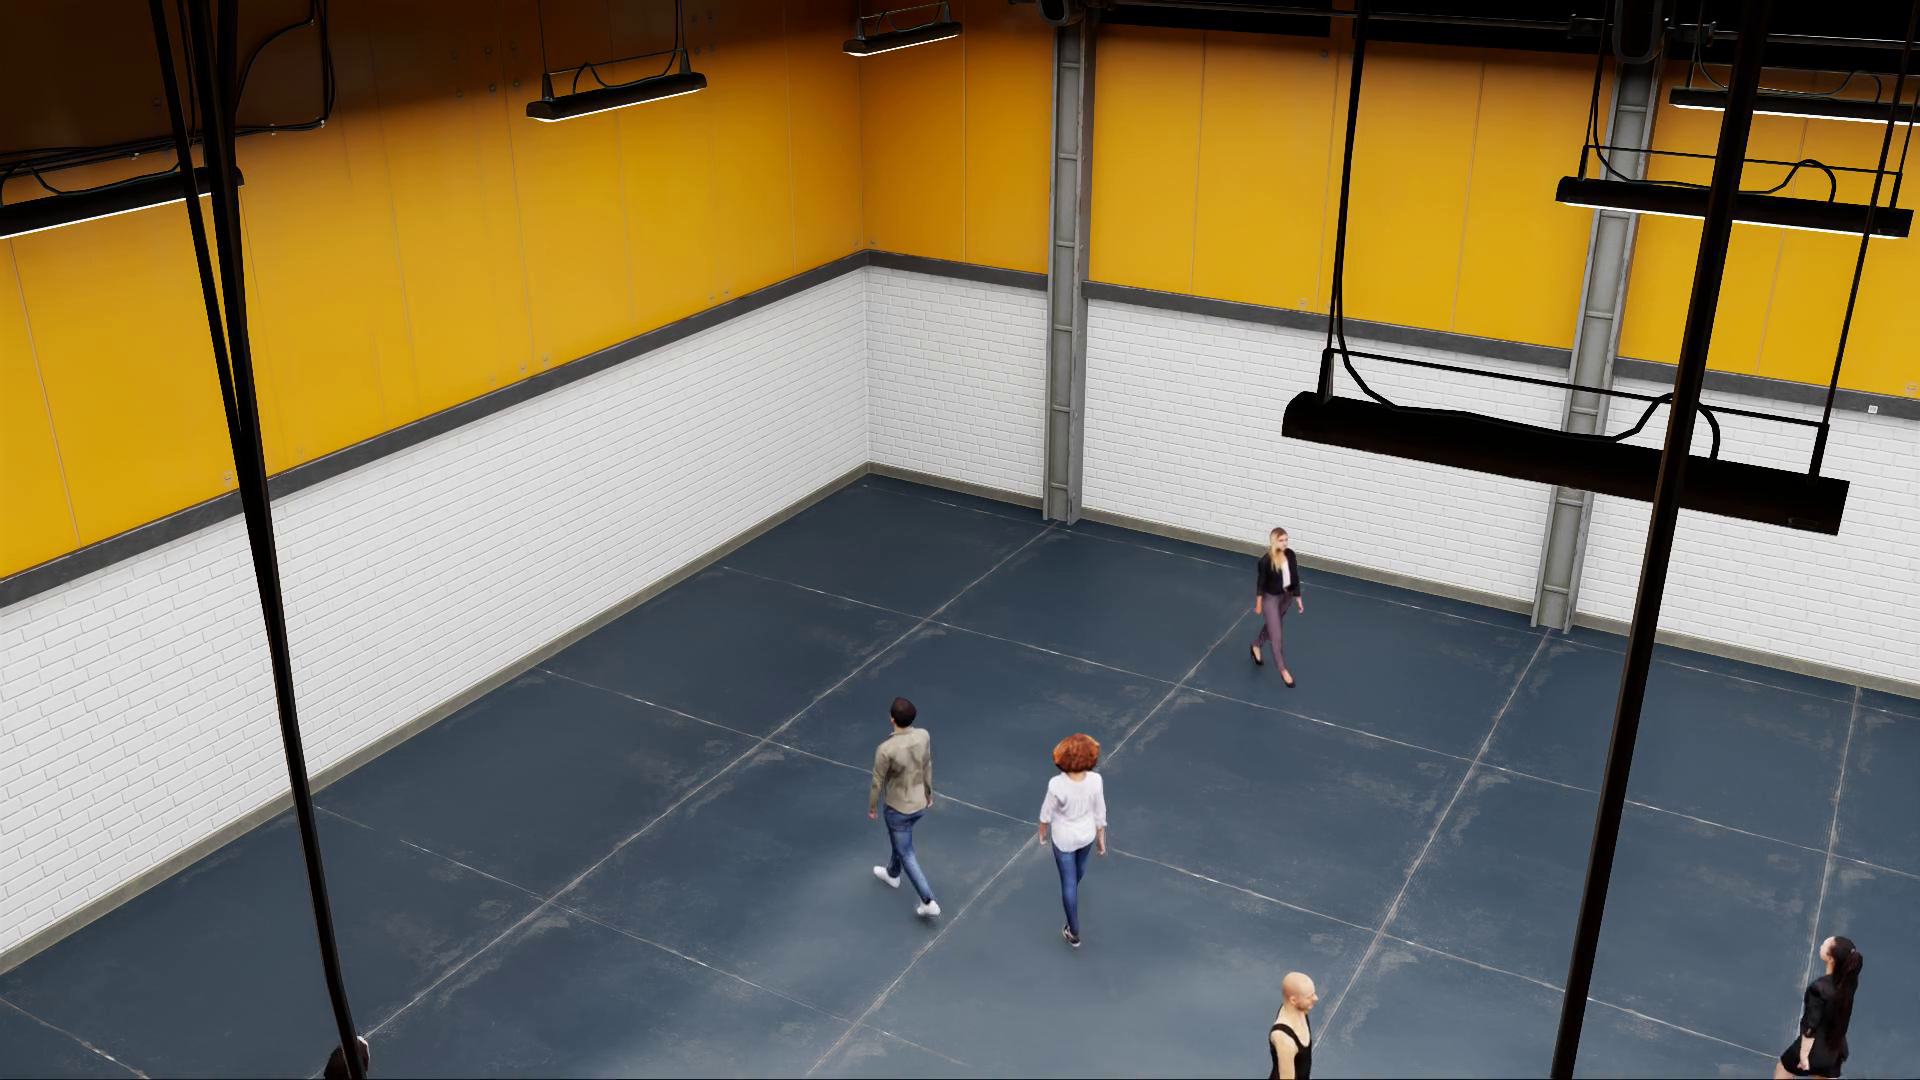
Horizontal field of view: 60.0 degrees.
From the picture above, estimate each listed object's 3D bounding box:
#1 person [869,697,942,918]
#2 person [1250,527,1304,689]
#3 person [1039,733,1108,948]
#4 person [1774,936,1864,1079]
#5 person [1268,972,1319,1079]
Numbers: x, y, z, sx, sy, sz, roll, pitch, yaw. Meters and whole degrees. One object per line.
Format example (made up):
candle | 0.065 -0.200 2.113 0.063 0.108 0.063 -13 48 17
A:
person | -0.392 2.134 13.135 0.959 1.844 1.247 -19 30 -37
person | 3.150 0.628 16.856 0.923 1.624 1.128 -13 27 -28
person | 0.902 2.348 12.864 1.133 1.671 1.172 -5 24 -11
person | 5.590 3.310 10.646 0.733 1.683 0.779 -10 25 -21
person | 1.905 3.434 10.246 1.164 1.777 0.710 11 26 23
